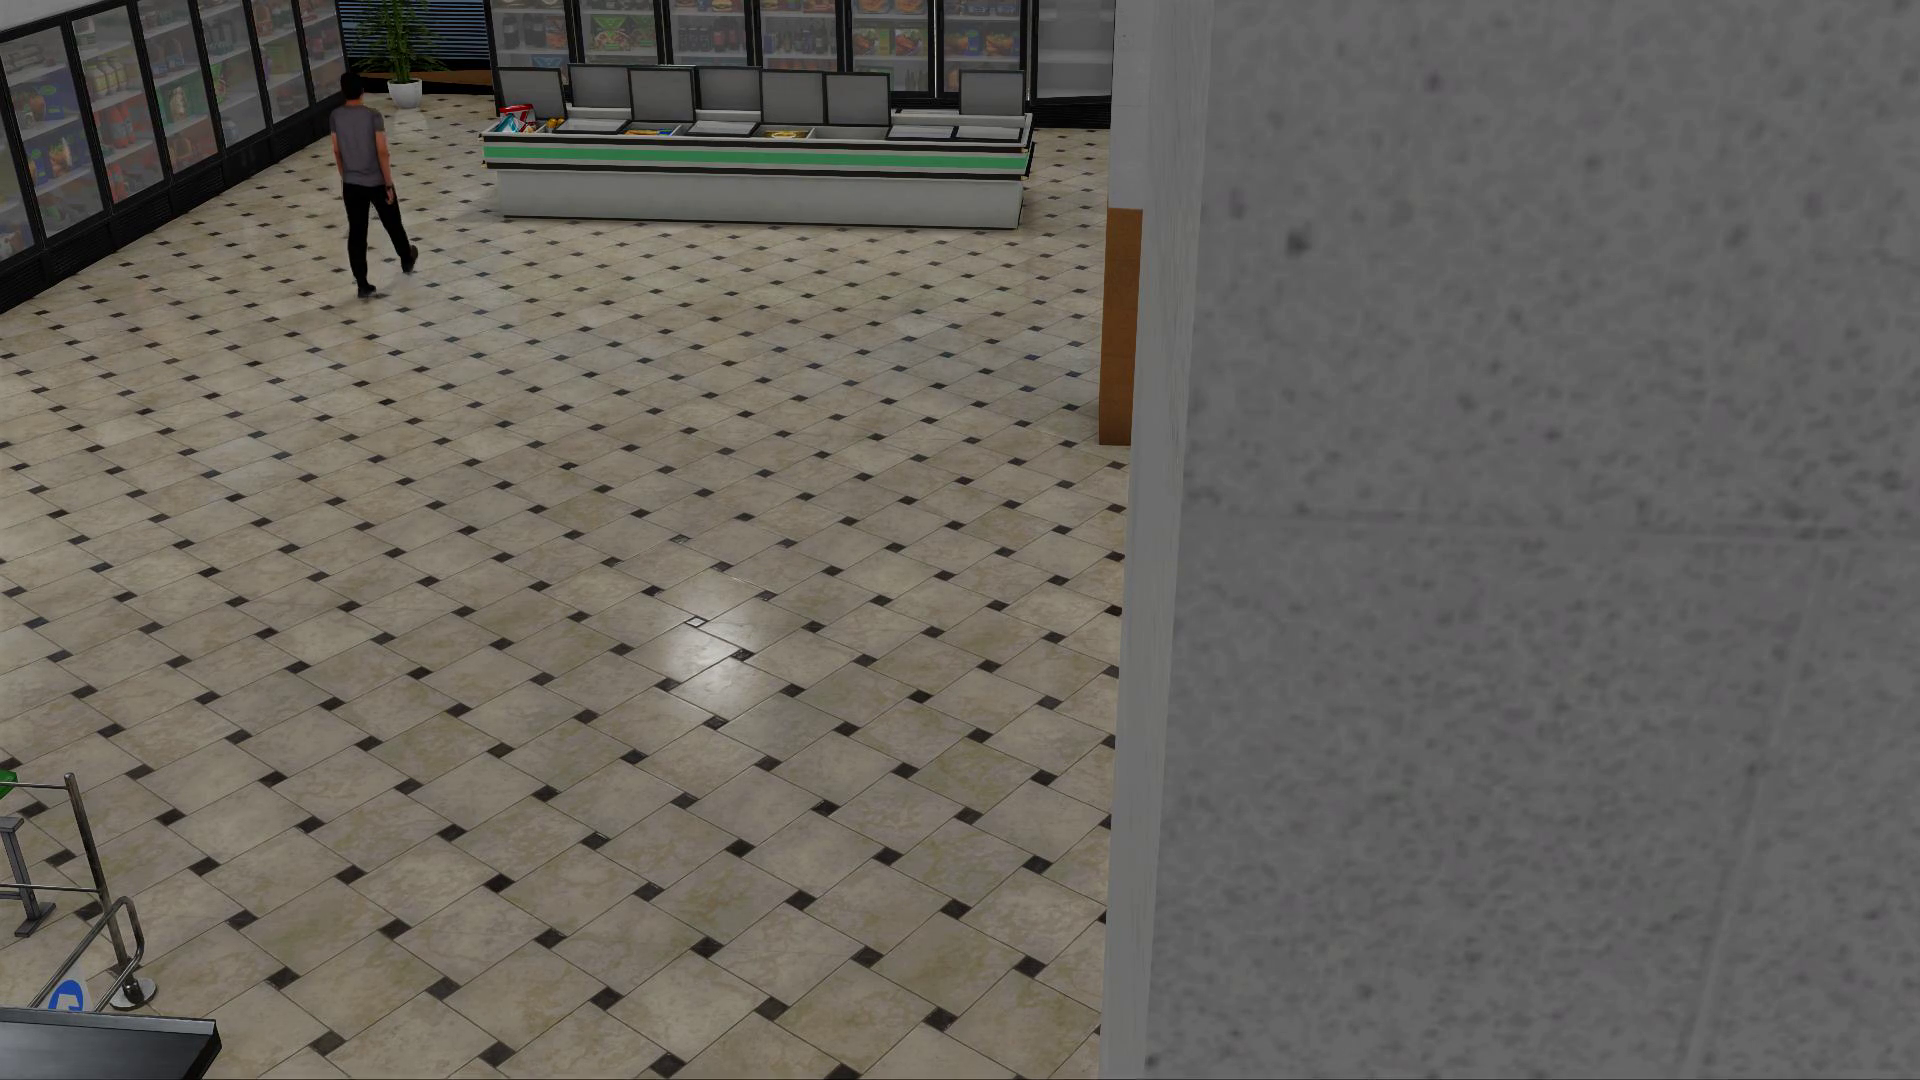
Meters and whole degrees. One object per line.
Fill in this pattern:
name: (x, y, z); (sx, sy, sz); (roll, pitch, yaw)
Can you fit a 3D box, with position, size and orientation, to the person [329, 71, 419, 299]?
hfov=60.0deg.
person: (-4.710, -2.760, 13.115); (1.100, 1.709, 0.771); (0, 27, 1)
